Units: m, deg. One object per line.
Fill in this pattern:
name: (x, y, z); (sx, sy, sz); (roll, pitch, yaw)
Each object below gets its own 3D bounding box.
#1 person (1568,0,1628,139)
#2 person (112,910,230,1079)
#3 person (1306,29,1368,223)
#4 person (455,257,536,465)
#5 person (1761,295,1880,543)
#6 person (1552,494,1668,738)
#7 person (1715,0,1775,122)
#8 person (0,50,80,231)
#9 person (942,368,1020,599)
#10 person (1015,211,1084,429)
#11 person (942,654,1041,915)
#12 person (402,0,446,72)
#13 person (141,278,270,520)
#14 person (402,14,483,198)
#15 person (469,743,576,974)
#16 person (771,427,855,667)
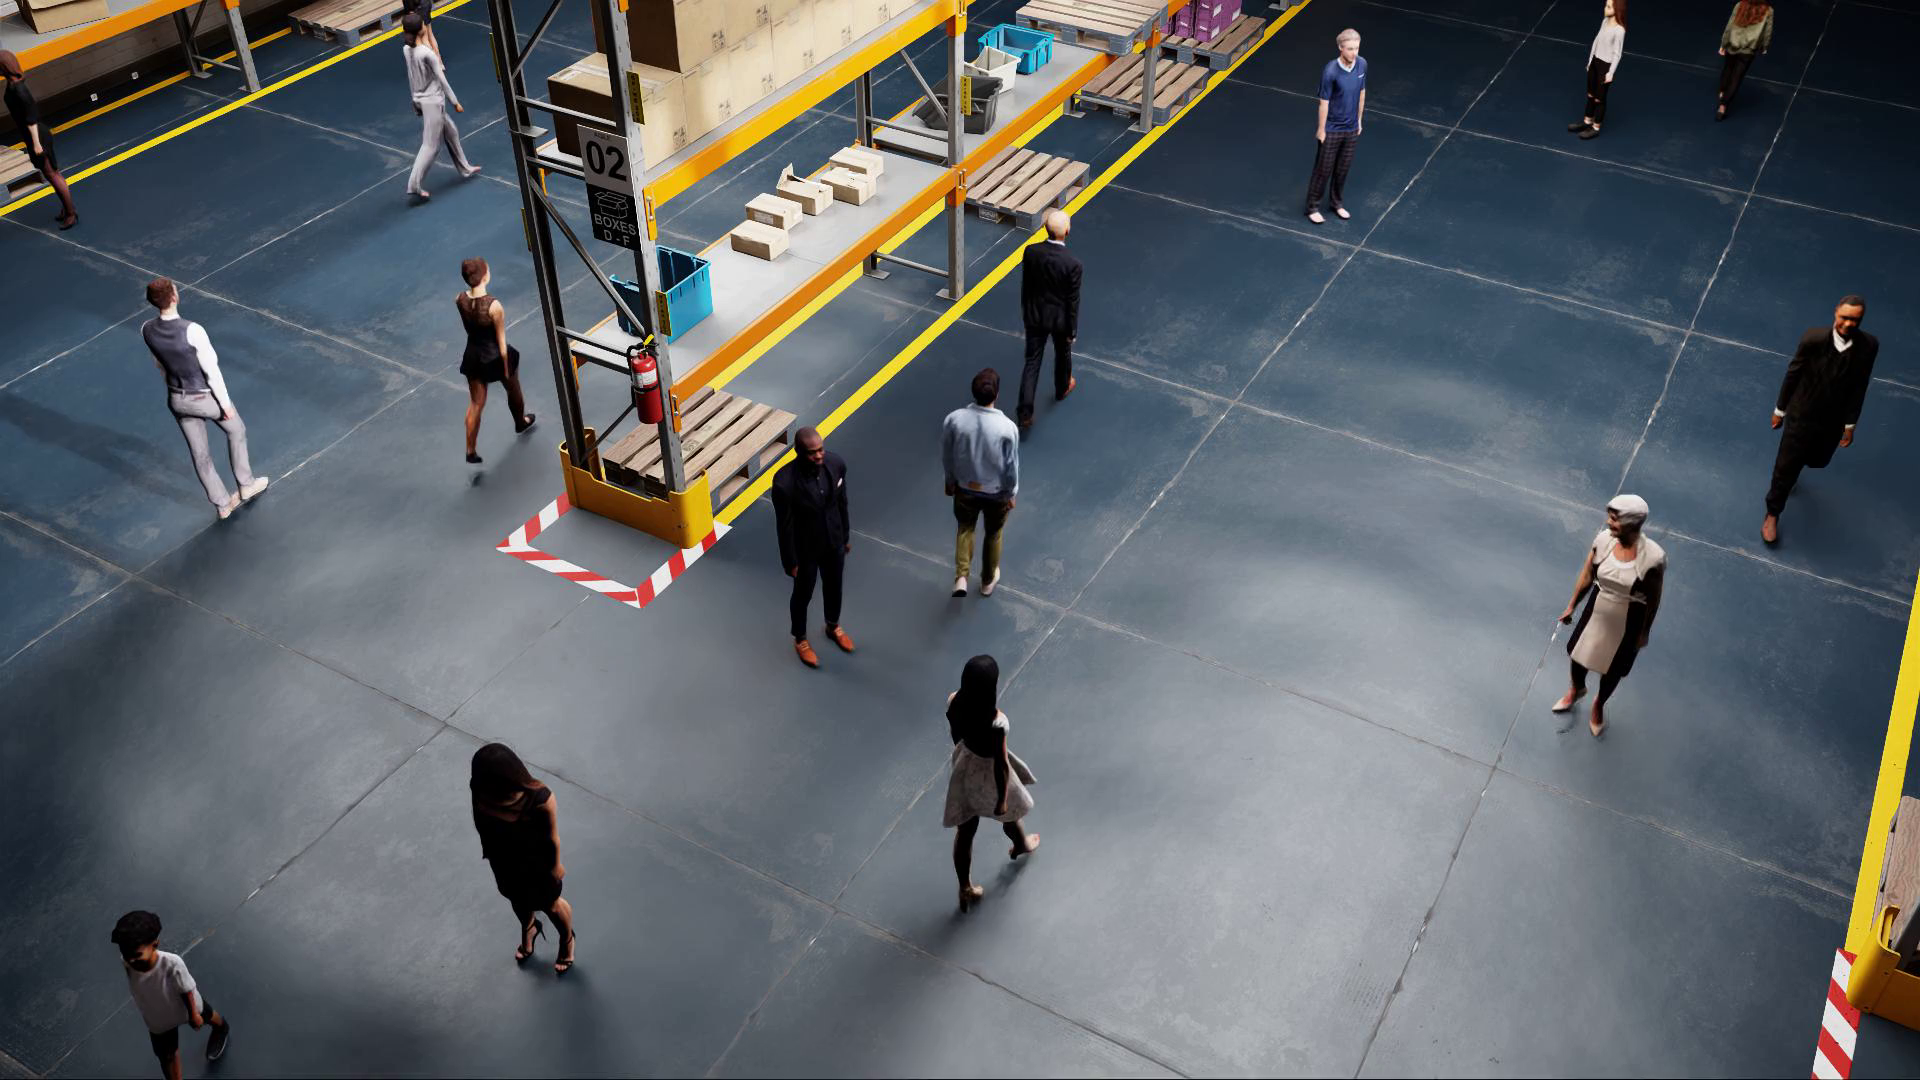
person: (6.620, -4.874, 17.108); (0.665, 1.484, 0.607); (-10, 40, -12)
person: (-3.941, 2.273, 8.363); (0.753, 1.229, 0.937); (1, 39, 2)
person: (3.529, -3.881, 15.557); (0.694, 1.867, 0.799); (-16, 41, -19)
person: (-3.611, -1.323, 12.533); (0.740, 1.646, 1.141); (11, 40, 13)
person: (6.112, -0.931, 11.858); (0.879, 1.875, 1.246); (11, 40, 14)
person: (4.024, 0.495, 10.190); (0.746, 1.727, 0.681); (20, 43, 23)
person: (8.174, -5.119, 17.444); (0.675, 1.447, 0.915); (28, 46, 30)
person: (-8.608, -3.752, 15.528); (0.630, 1.703, 0.652); (-26, 45, -28)
person: (0.119, -0.304, 11.131); (0.814, 1.801, 0.934); (9, 40, 11)
person: (0.645, -1.675, 12.869); (0.806, 1.775, 1.200); (13, 40, 15)
person: (0.063, 1.372, 9.068); (0.721, 1.757, 0.975); (26, 45, 29)
person: (-5.955, -5.875, 18.305); (0.688, 1.554, 0.609); (-1, 39, -2)
person: (-5.478, -0.958, 11.851); (0.817, 1.925, 0.863); (5, 39, 7)
person: (-5.142, -4.123, 15.971); (0.755, 1.729, 1.168); (30, 47, 32)
person: (-2.286, 1.665, 8.736); (0.686, 1.715, 0.636); (14, 41, 17)
person: (-0.935, 0.012, 10.723); (0.685, 1.818, 0.826); (-26, 45, -29)
